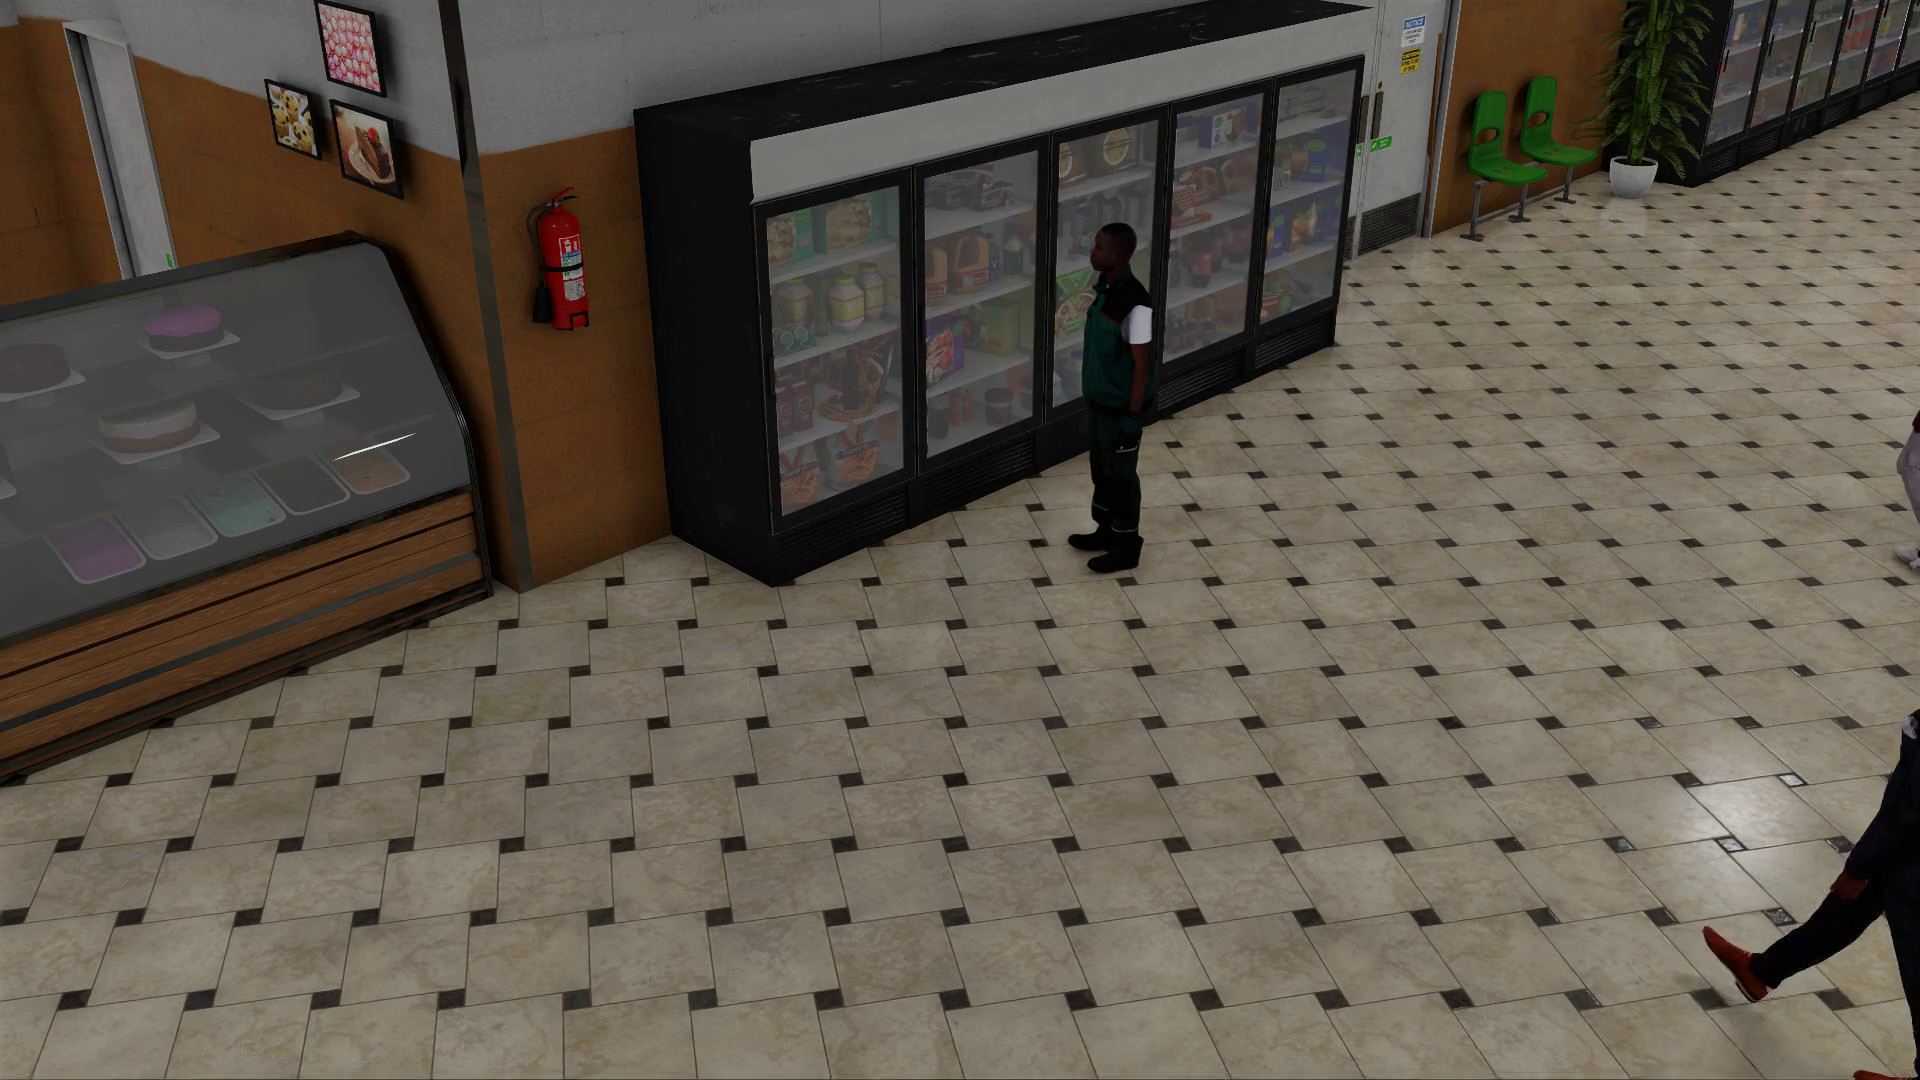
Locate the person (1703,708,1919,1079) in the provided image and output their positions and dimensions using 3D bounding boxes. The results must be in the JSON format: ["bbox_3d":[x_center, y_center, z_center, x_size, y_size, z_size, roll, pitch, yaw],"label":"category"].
[{"bbox_3d":[3.017,1.019,5.047,0.708,1.784,1.110,-24,36,-39],"label":"person"}]

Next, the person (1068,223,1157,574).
[{"bbox_3d":[0.792,-0.711,8.399,0.837,1.837,0.708,-8,28,-14],"label":"person"}]
